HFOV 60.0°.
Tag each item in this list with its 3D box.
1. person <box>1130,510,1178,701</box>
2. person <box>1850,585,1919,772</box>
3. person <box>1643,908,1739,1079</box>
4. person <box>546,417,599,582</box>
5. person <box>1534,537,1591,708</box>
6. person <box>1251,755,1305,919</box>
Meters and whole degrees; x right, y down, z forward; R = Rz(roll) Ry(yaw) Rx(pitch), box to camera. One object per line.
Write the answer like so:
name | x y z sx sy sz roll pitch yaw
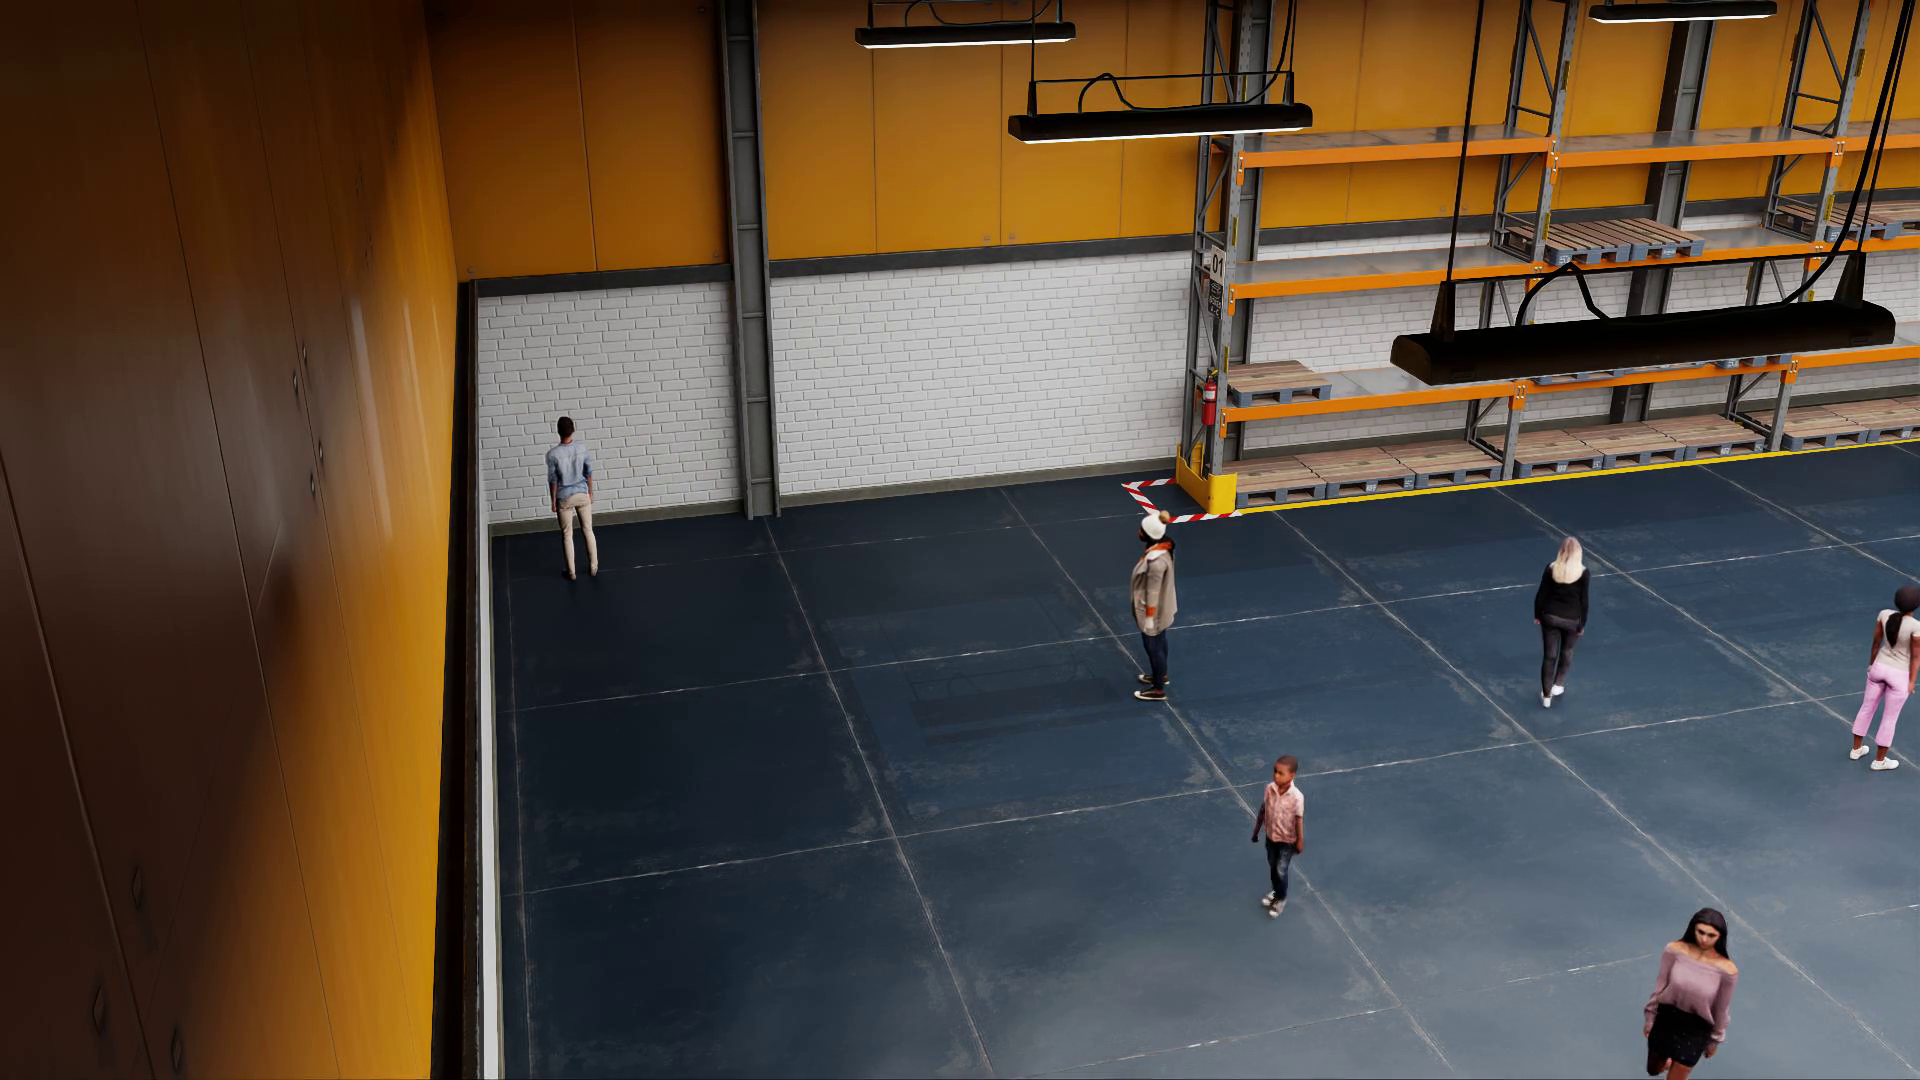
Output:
person | 1.861 0.586 15.658 0.828 1.890 0.800 5 24 11
person | 8.103 1.179 14.492 0.591 1.737 0.617 -12 26 -26
person | 4.466 2.989 10.277 0.950 1.795 1.061 17 29 34
person | -4.219 -0.462 18.107 0.564 1.848 0.751 -11 26 -24
person | 5.570 0.799 15.441 0.748 1.673 0.823 9 25 21
person | 2.492 2.208 12.679 0.674 1.302 0.636 -21 31 -39
